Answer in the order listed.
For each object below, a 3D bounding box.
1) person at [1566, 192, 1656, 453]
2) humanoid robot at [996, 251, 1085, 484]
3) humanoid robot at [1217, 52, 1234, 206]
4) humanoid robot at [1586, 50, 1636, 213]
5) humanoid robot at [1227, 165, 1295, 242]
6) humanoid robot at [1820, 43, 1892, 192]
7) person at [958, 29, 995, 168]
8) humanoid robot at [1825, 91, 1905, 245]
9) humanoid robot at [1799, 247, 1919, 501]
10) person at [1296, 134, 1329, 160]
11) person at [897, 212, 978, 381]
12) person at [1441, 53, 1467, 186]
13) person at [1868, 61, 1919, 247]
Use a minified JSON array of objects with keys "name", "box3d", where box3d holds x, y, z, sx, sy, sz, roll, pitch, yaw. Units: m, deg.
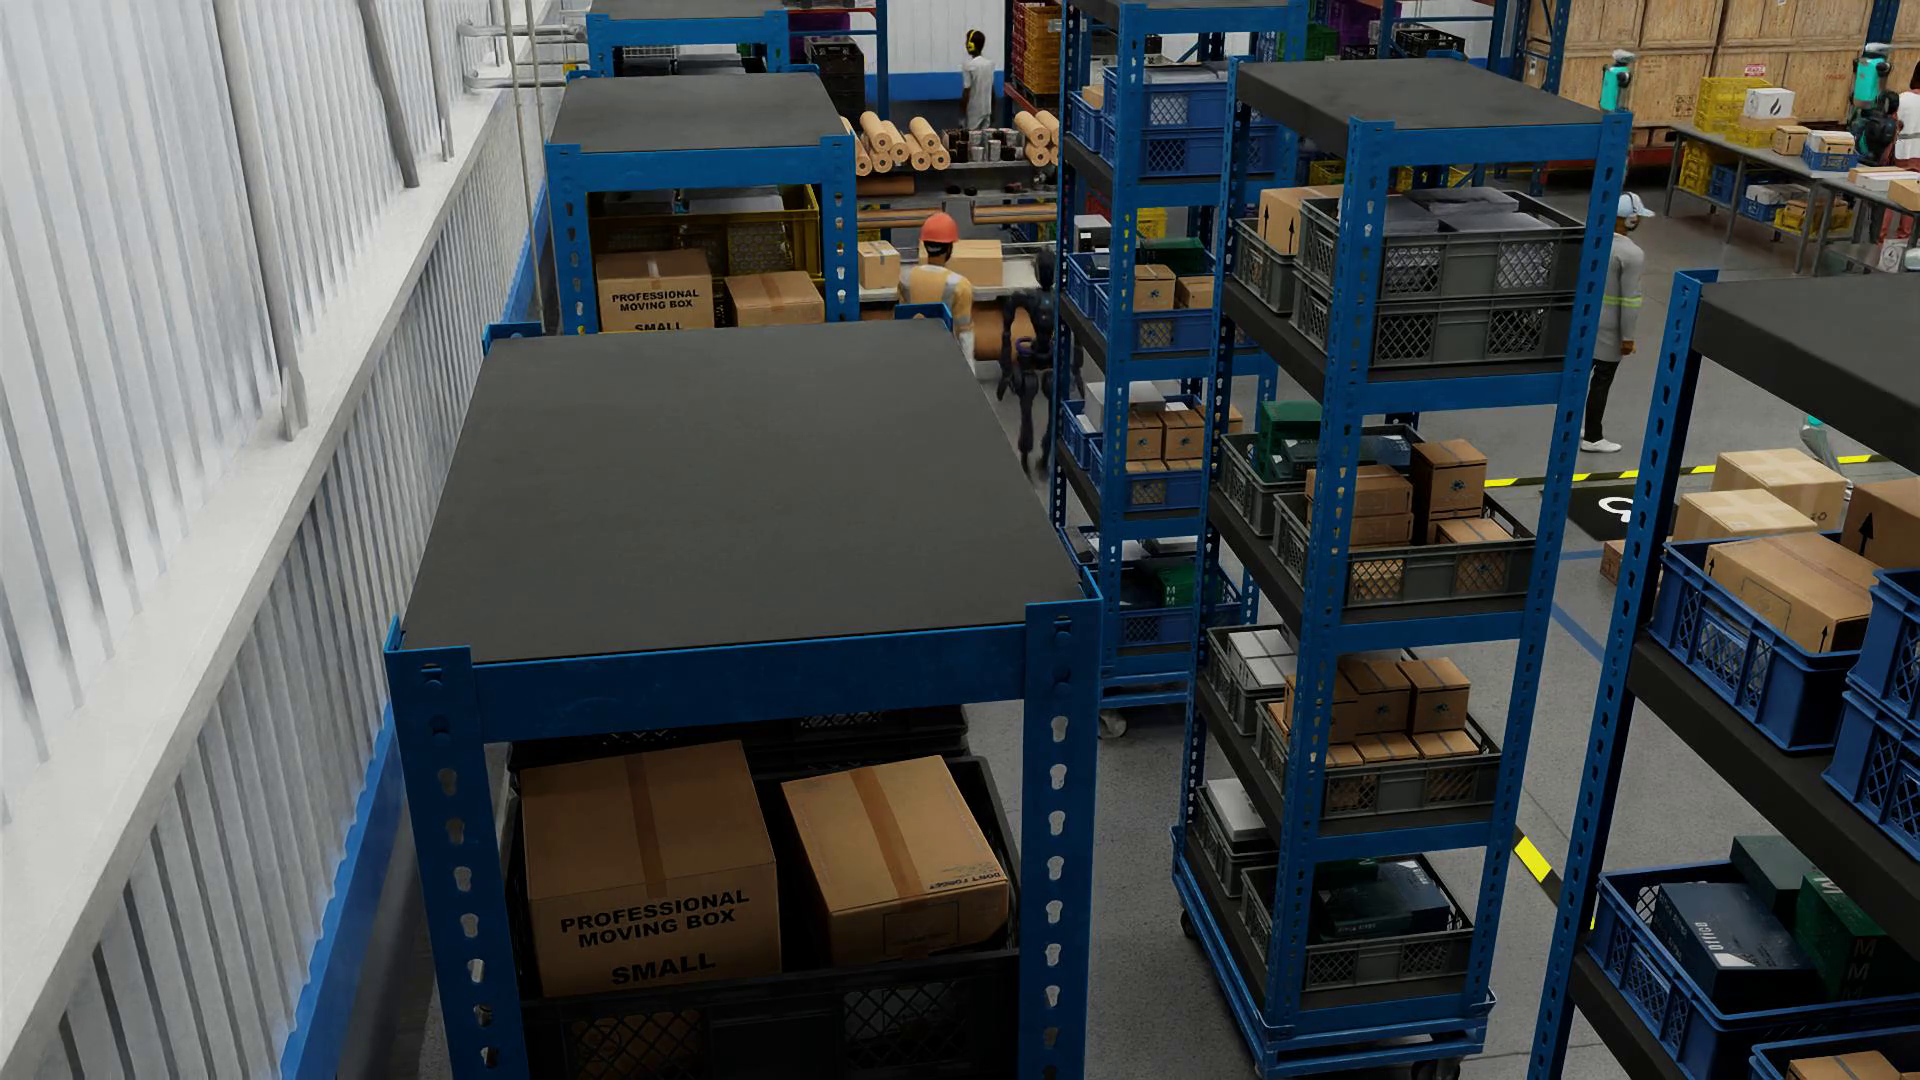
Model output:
[{"name":"person","box3d":[4.574,-1.534,11.739,0.395,1.849,0.596,-9,26,-18]},{"name":"humanoid robot","box3d":[0.541,-1.127,11.073,0.598,1.650,0.326,-2,25,-4]},{"name":"humanoid robot","box3d":[2.721,-4.362,18.083,0.533,1.724,1.011,10,27,21]},{"name":"humanoid robot","box3d":[7.251,-4.440,18.224,0.760,1.809,0.568,-1,25,-3]},{"name":"humanoid robot","box3d":[2.626,-2.738,14.557,0.599,1.655,0.316,7,26,15]},{"name":"humanoid robot","box3d":[10.360,-4.734,18.824,1.009,1.738,0.553,-5,25,-10]},{"name":"person","box3d":[0.192,-4.834,18.897,0.336,1.868,0.512,22,33,39]},{"name":"humanoid robot","box3d":[9.071,-3.648,16.593,0.611,1.644,0.731,-5,25,-10]},{"name":"humanoid robot","box3d":[5.799,-1.098,10.763,0.735,1.681,0.533,15,28,29]},{"name":"person","box3d":[3.946,-4.666,18.368,0.938,1.986,0.778,-12,27,-25]},{"name":"person","box3d":[-0.128,-1.182,10.894,0.545,1.928,0.399,15,29,29]},{"name":"person","box3d":[5.140,-4.222,17.607,0.346,1.837,0.500,-13,28,-26]},{"name":"person","box3d":[9.453,-3.816,16.617,0.591,1.922,0.393,-1,25,-3]}]
